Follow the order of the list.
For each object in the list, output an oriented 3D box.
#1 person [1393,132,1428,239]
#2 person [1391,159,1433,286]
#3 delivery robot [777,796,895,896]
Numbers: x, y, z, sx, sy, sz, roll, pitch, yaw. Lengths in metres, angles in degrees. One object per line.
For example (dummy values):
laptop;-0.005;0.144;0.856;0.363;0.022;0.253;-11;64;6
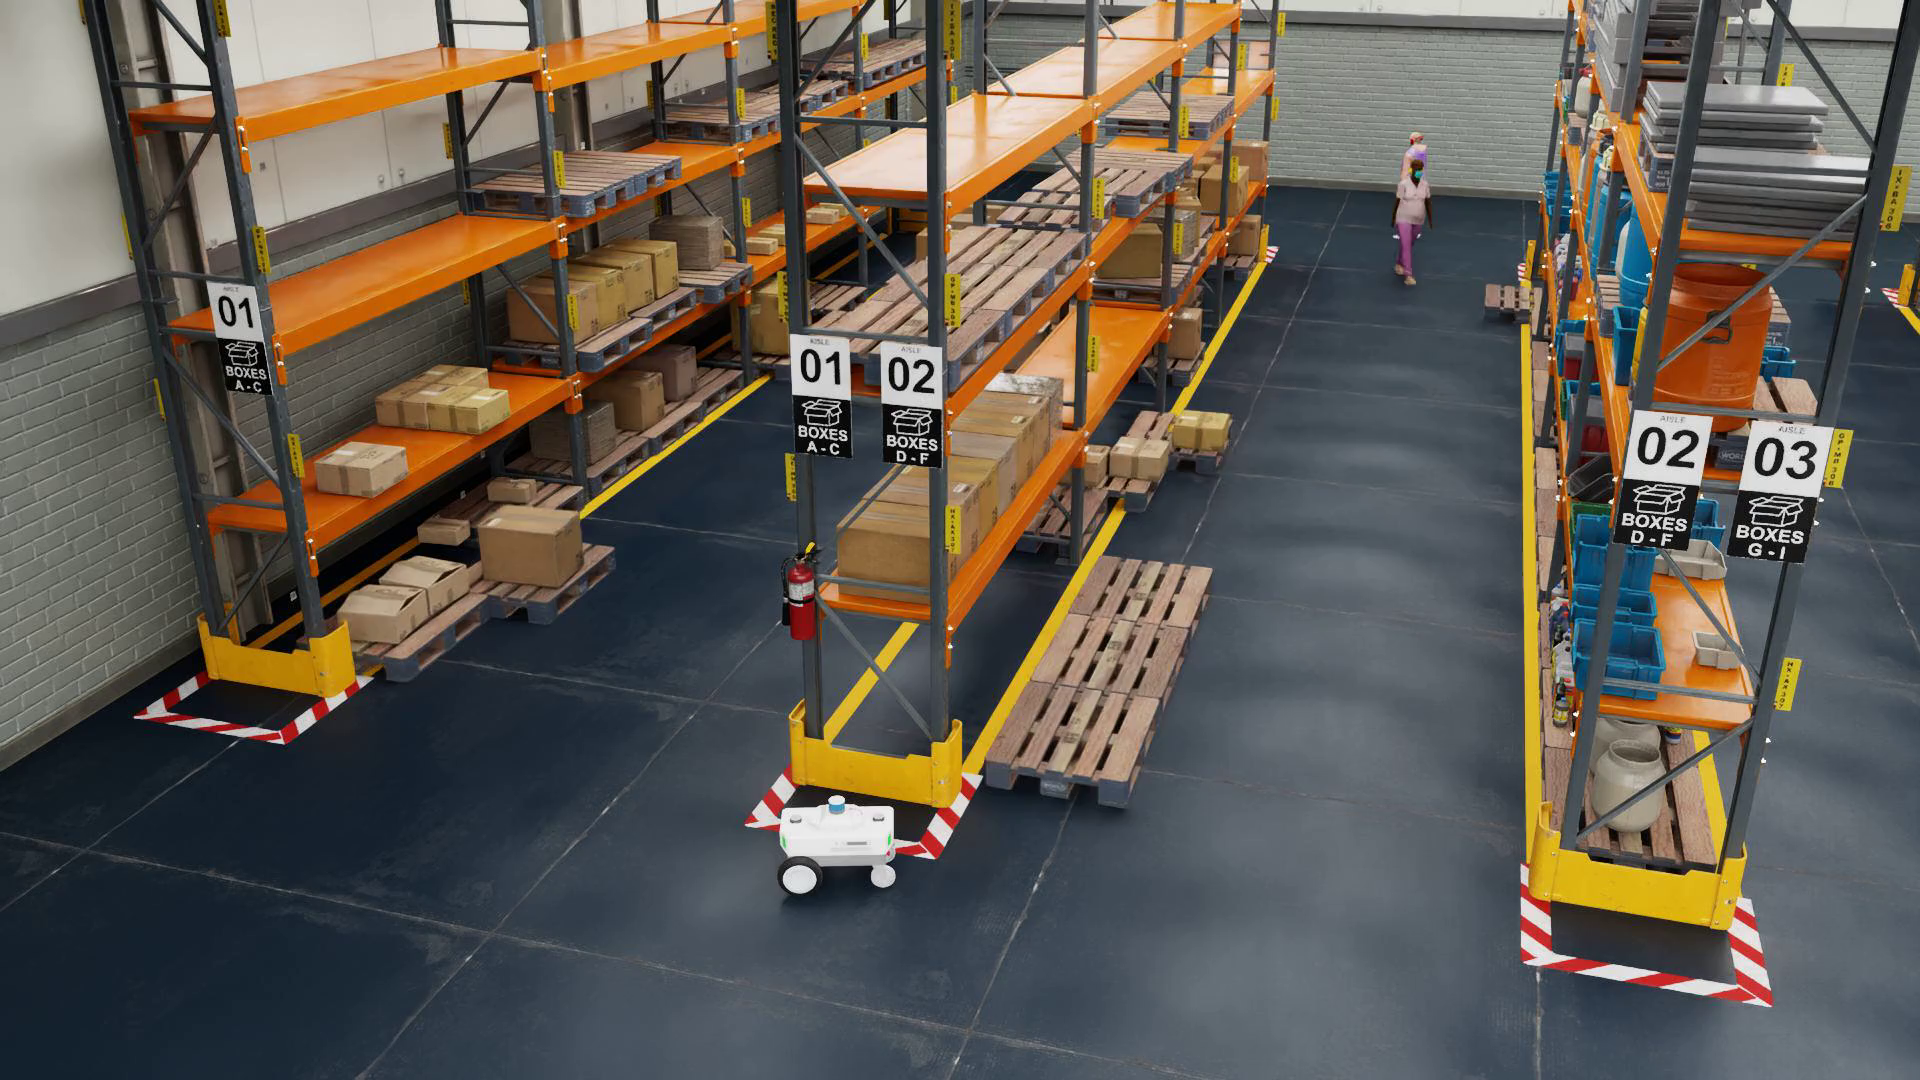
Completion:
person;7.184;-5.621;26.417;0.488;1.688;0.350;-14;27;-29
person;6.516;-4.615;24.000;0.546;1.748;0.963;-4;24;-8
delivery robot;-0.800;1.895;10.441;0.791;0.614;0.499;-1;23;-2
